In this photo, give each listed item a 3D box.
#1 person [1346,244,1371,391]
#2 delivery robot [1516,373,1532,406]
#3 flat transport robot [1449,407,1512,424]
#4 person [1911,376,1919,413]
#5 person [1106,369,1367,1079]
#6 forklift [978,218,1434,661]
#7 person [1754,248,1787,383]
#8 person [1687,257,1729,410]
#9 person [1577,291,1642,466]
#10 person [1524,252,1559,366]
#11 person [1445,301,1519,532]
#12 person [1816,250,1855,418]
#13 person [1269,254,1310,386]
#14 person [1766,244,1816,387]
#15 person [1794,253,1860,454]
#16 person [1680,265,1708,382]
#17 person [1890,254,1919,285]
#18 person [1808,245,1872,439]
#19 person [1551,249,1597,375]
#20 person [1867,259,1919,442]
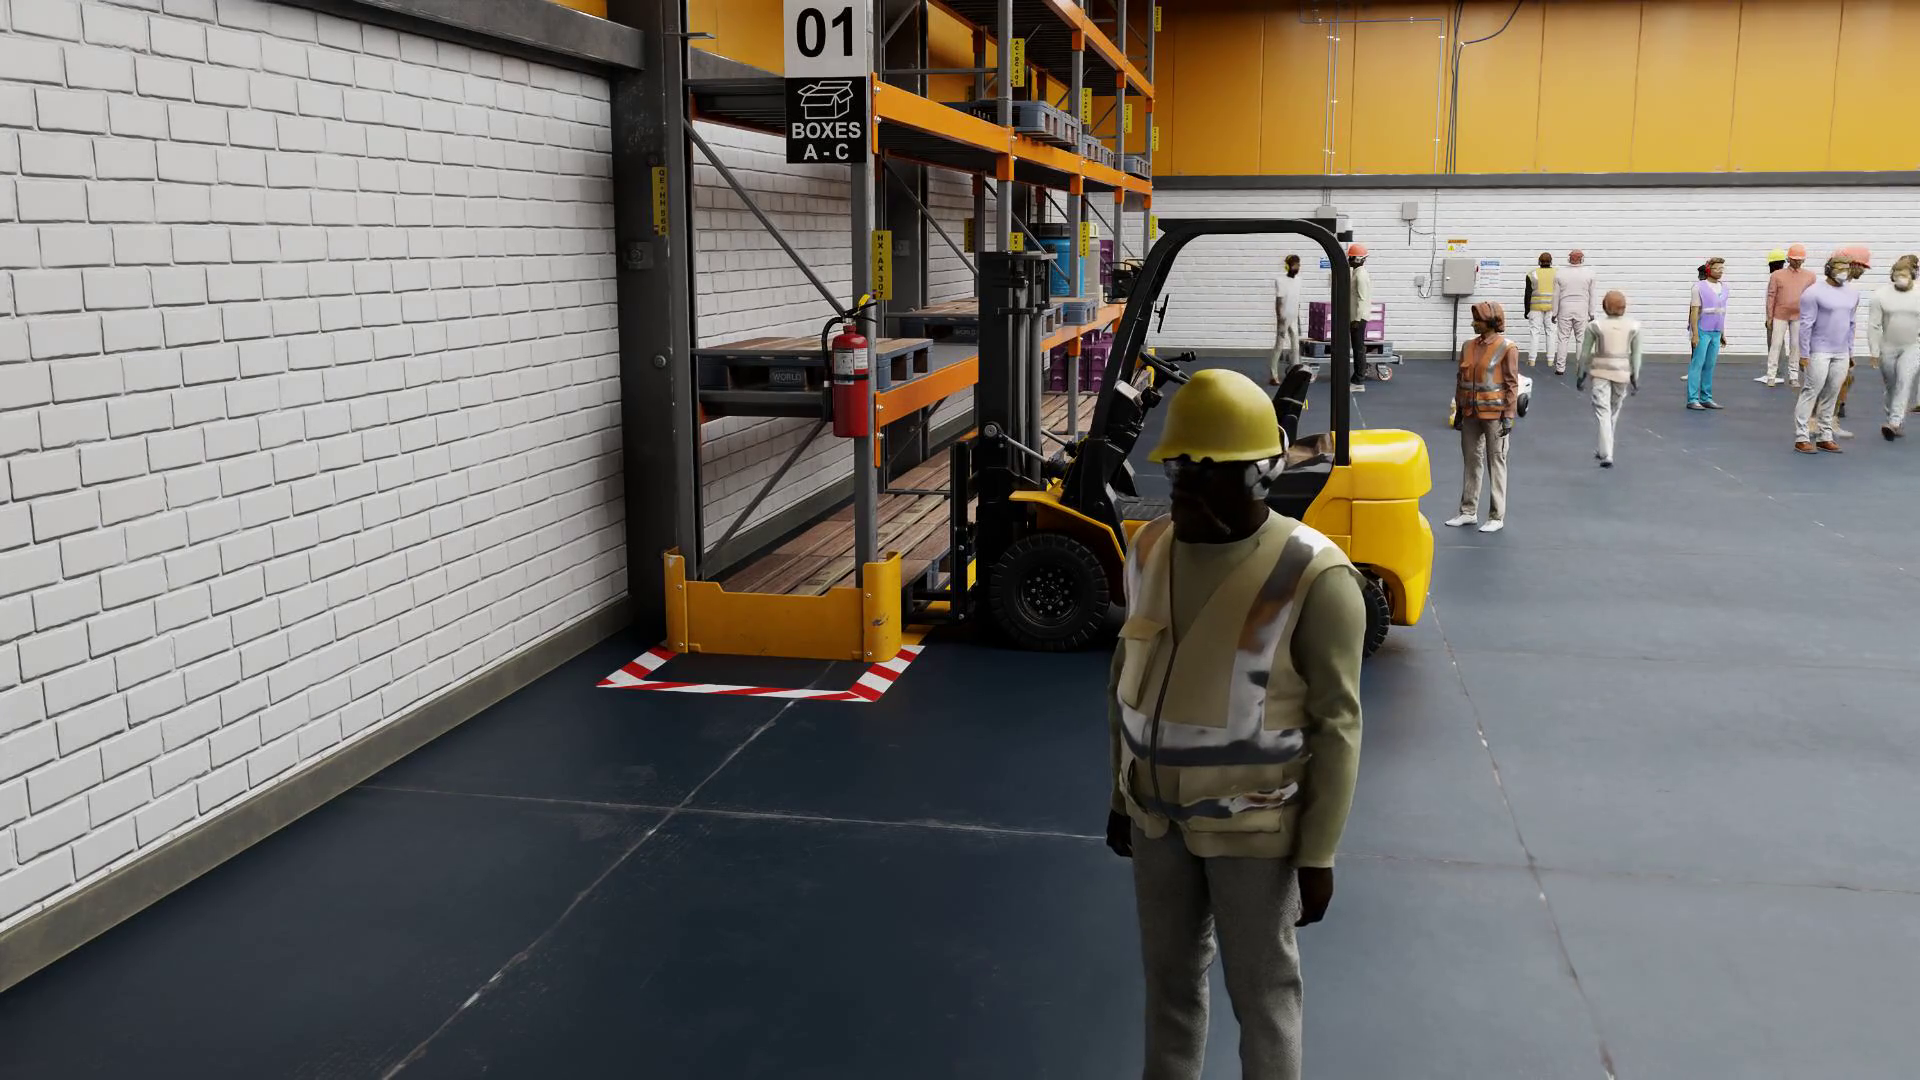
[{"bbox_3d":[5.380,-3.013,22.587,0.378,1.996,0.610,2,11,11],"label":"person"},{"bbox_3d":[6.502,-1.799,19.629,0.477,0.478,0.707,6,12,32],"label":"delivery robot"},{"bbox_3d":[5.894,-1.459,18.800,0.652,0.197,1.431,3,11,17],"label":"flat transport robot"},{"bbox_3d":[11.562,-2.426,19.715,0.521,1.873,0.336,4,11,19],"label":"person"},{"bbox_3d":[0.525,0.560,3.453,0.404,1.828,0.602,-9,14,-42],"label":"person"},{"bbox_3d":[1.285,-0.567,8.635,2.313,2.155,1.214,2,11,11],"label":"forklift"},{"bbox_3d":[11.658,-3.198,23.797,0.386,1.922,0.594,1,10,7],"label":"person"},{"bbox_3d":[9.075,-2.503,20.200,0.565,1.846,0.390,-5,12,-28],"label":"person"},{"bbox_3d":[5.972,-1.486,15.314,0.530,1.596,0.851,1,10,6],"label":"person"},{"bbox_3d":[9.465,-3.739,26.994,0.627,1.844,0.429,2,10,9],"label":"person"},{"bbox_3d":[3.736,-0.875,11.852,0.311,1.636,0.523,-6,12,-30],"label":"person"},{"bbox_3d":[10.184,-2.391,19.337,0.373,1.934,0.551,5,11,26],"label":"person"},{"bbox_3d":[4.620,-3.057,23.282,0.563,1.858,0.508,-6,12,-29],"label":"person"},{"bbox_3d":[11.563,-3.116,23.174,0.608,1.989,0.387,3,11,15],"label":"person"},{"bbox_3d":[8.391,-1.800,16.097,0.635,1.936,0.353,-3,11,-15],"label":"person"},{"bbox_3d":[10.755,-3.133,24.079,0.319,1.692,0.533,-5,11,-24],"label":"person"},{"bbox_3d":[13.314,-3.098,23.477,0.429,1.844,0.622,5,11,25],"label":"person"},{"bbox_3d":[9.115,-2.036,17.210,0.632,2.003,0.645,6,12,29],"label":"person"},{"bbox_3d":[9.296,-3.446,25.204,0.637,1.911,0.406,4,11,20],"label":"person"},{"bbox_3d":[9.663,-1.943,17.099,0.633,1.855,1.067,7,12,32],"label":"person"}]
